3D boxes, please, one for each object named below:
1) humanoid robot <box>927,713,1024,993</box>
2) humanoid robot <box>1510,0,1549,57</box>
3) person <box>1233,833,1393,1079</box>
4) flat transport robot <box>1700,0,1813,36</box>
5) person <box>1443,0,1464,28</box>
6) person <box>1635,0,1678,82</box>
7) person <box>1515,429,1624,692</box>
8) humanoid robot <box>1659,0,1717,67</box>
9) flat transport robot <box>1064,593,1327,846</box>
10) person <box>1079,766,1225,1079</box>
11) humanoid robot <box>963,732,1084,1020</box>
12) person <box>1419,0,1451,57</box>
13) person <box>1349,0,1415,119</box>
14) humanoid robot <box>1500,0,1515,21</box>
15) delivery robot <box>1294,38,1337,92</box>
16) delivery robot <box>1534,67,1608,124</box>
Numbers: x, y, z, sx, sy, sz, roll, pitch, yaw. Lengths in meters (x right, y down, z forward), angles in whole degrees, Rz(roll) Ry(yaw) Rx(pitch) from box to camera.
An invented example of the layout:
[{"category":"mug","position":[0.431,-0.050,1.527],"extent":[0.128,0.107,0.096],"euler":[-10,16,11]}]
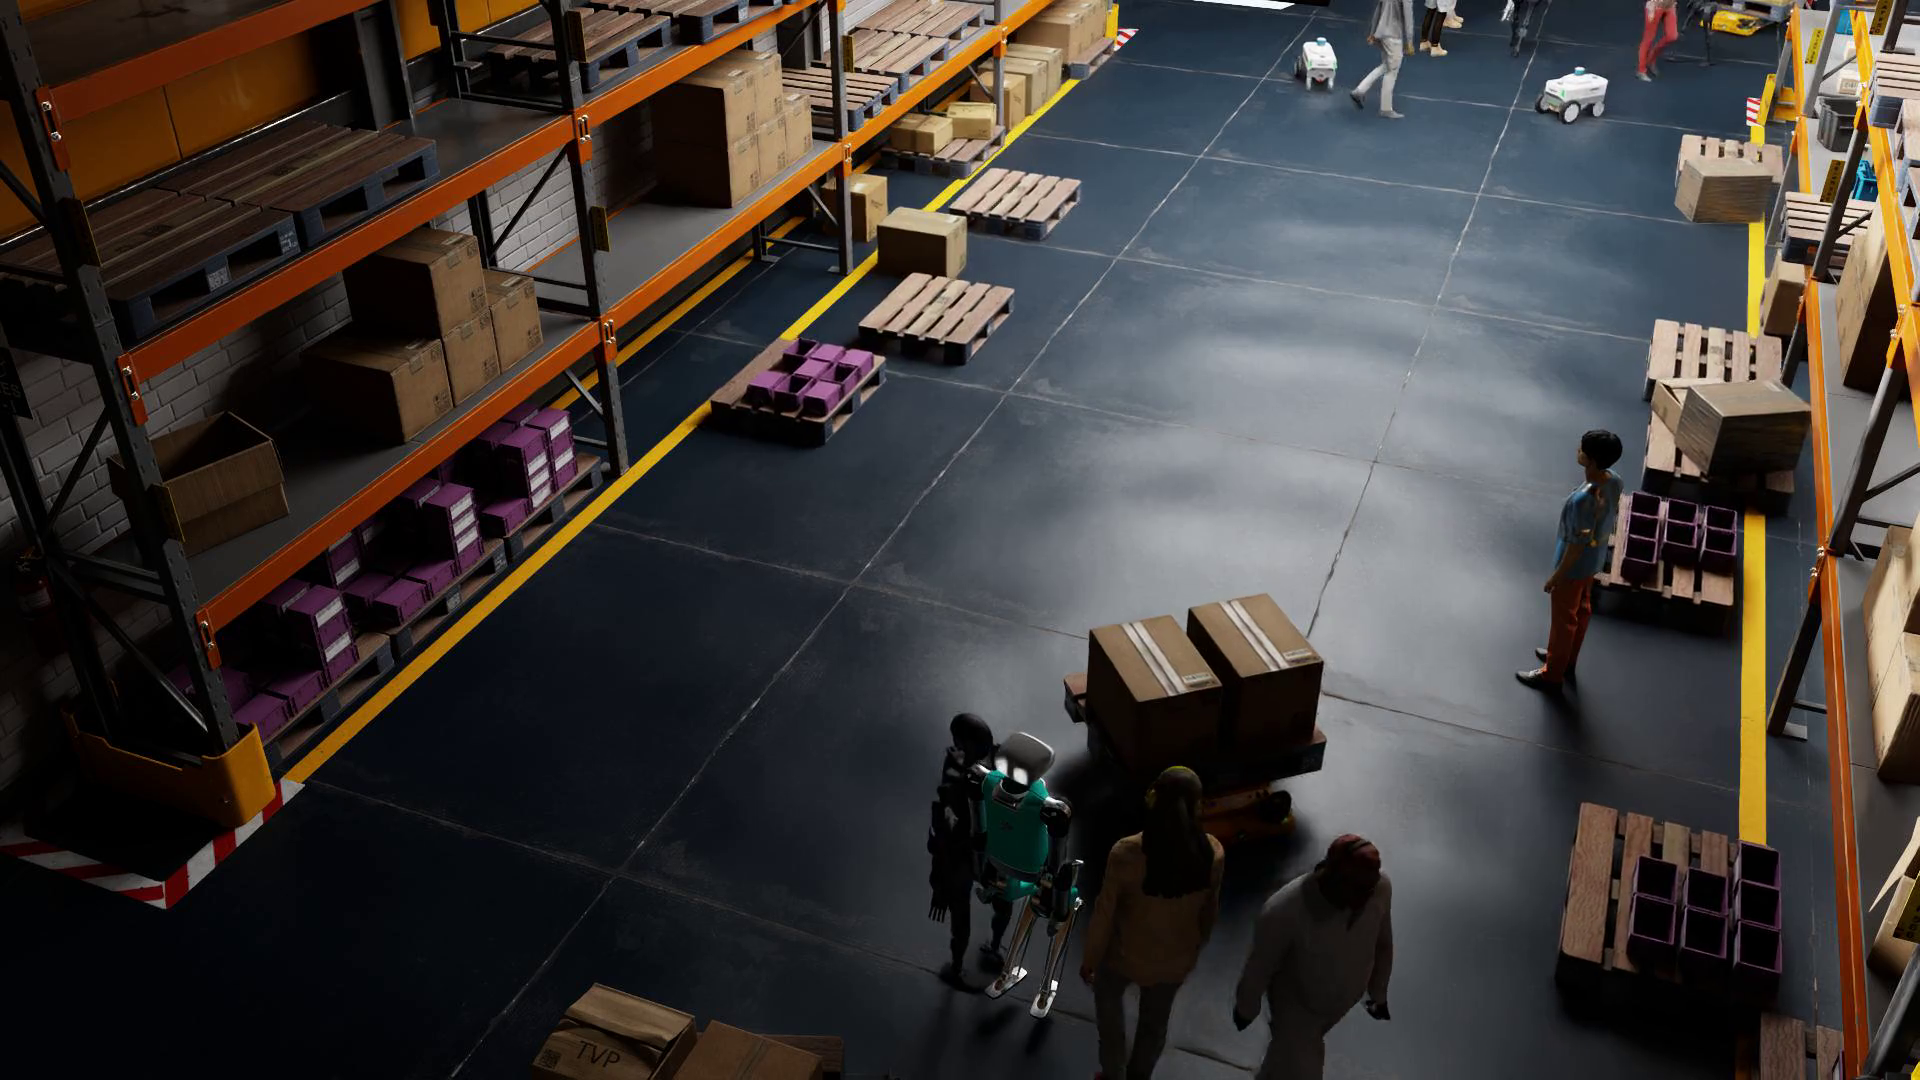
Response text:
[{"category":"humanoid robot","position":[0.066,1.507,7.953],"extent":[0.361,1.650,0.615],"euler":[21,38,29]},{"category":"humanoid robot","position":[7.280,-7.083,21.287],"extent":[0.600,1.625,0.748],"euler":[17,36,24]},{"category":"person","position":[1.577,2.004,7.028],"extent":[0.665,1.854,0.960],"euler":[-17,36,-24]},{"category":"flat transport robot","position":[10.756,-7.161,22.674],"extent":[1.431,0.231,0.659],"euler":[-27,41,-35]},{"category":"person","position":[6.725,-7.796,22.263],"extent":[0.296,1.781,0.478],"euler":[12,35,17]},{"category":"person","position":[8.550,-6.450,20.211],"extent":[0.524,1.756,0.377],"euler":[-13,35,-20]},{"category":"person","position":[3.704,0.123,10.021],"extent":[0.321,1.768,0.496],"euler":[25,41,34]},{"category":"humanoid robot","position":[9.240,-6.735,20.742],"extent":[0.743,1.624,0.598],"euler":[-2,33,-3]},{"category":"flat transport robot","position":[1.332,1.231,9.686],"extent":[0.659,0.231,1.431],"euler":[-10,34,-15]},{"category":"person","position":[0.826,1.790,7.365],"extent":[0.624,1.848,0.428],"euler":[-5,33,-8]},{"category":"humanoid robot","position":[0.385,1.505,7.792],"extent":[0.533,1.672,0.735],"euler":[20,38,28]},{"category":"person","position":[6.131,-7.038,21.174],"extent":[0.319,1.693,0.531],"euler":[-12,35,-18]},{"category":"person","position":[4.881,-5.759,19.029],"extent":[0.534,1.882,0.539],"euler":[-6,33,-10]},{"category":"humanoid robot","position":[7.583,-7.973,22.600],"extent":[0.815,1.786,0.540],"euler":[-23,40,-32]},{"category":"delivery robot","position":[4.391,-5.842,20.360],"extent":[0.499,0.583,0.767],"euler":[2,33,3]},{"category":"delivery robot","position":[7.152,-5.200,19.359],"extent":[0.768,0.576,0.499],"euler":[-14,35,-21]}]
